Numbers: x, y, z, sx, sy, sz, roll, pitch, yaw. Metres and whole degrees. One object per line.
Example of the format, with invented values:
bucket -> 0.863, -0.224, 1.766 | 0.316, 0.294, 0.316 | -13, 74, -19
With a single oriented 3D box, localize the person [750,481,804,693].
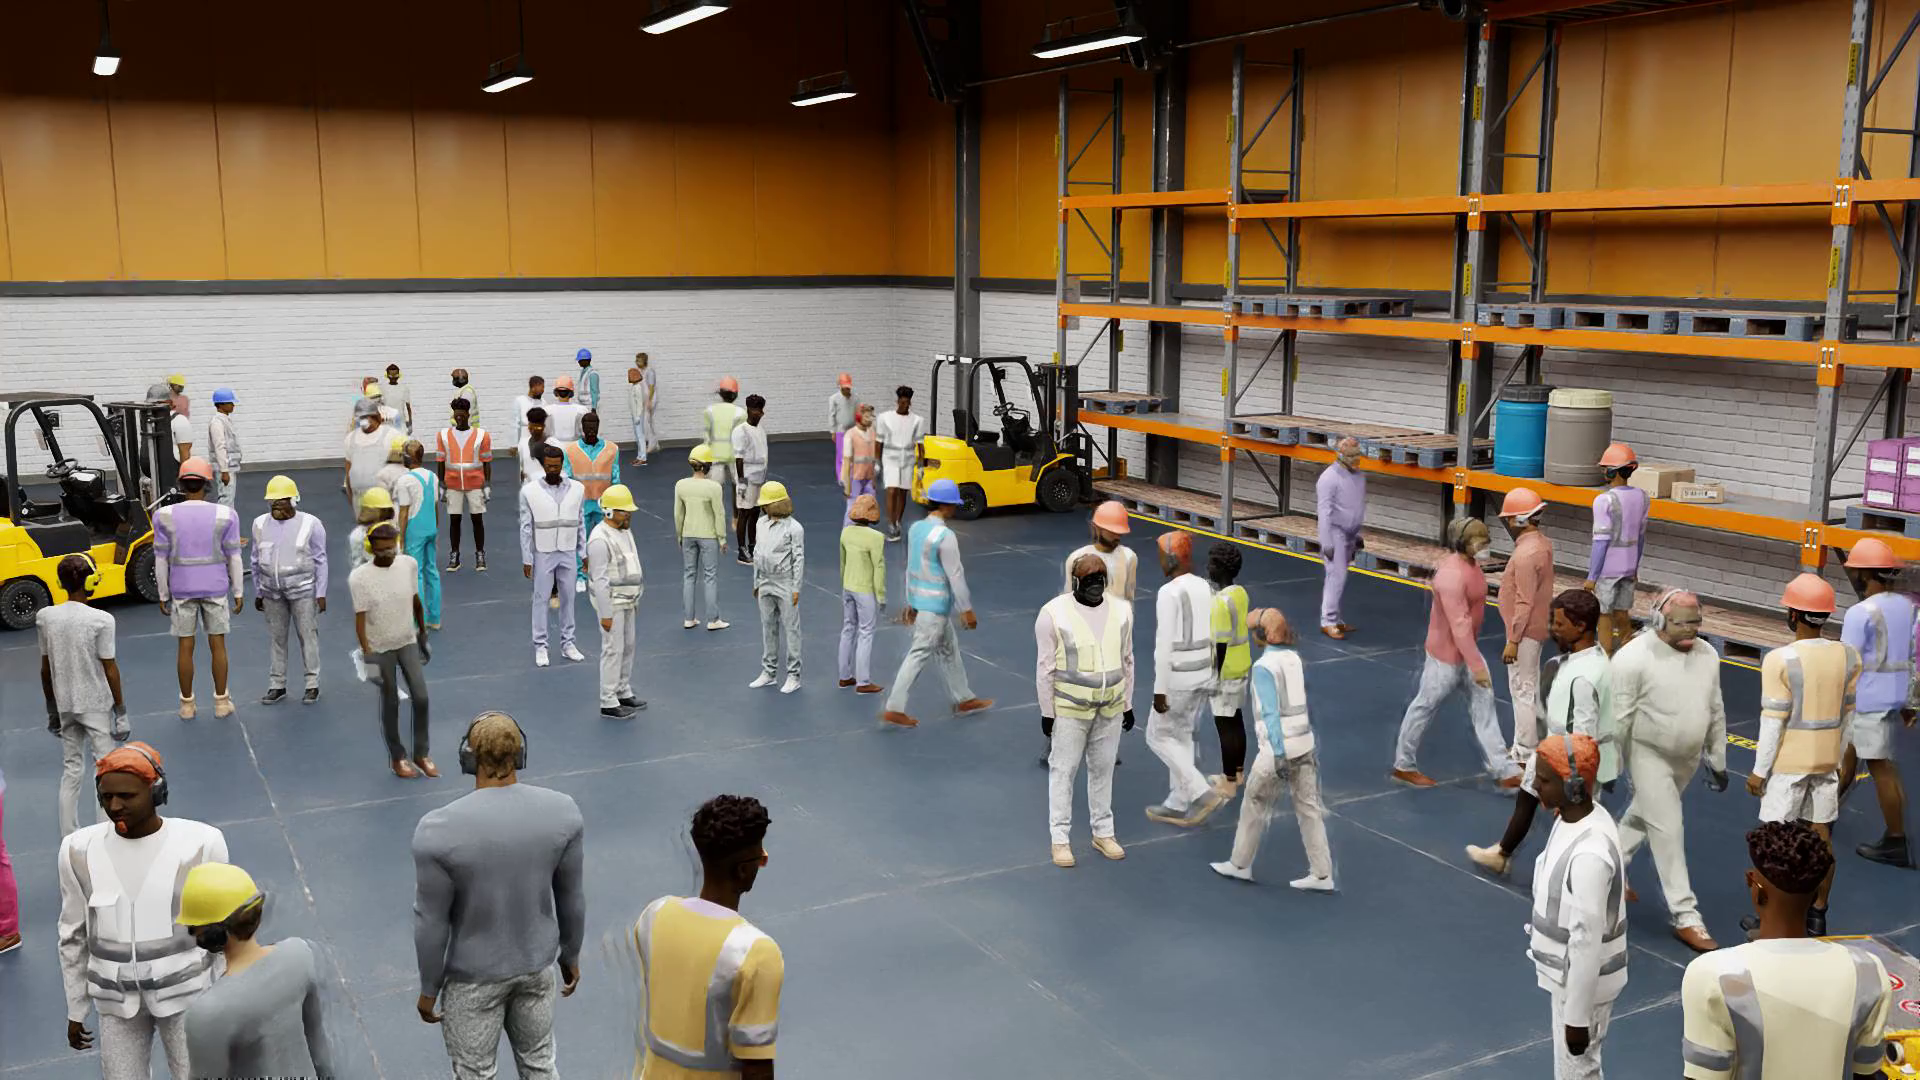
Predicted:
person -> -1.499, 0.379, 13.559 | 0.483, 1.735, 0.311 | 6, 12, 32

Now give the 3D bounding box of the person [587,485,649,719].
person -> -2.639, 0.474, 12.791 | 0.403, 1.817, 0.601 | 1, 10, 8

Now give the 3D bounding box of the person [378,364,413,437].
person -> -8.726, -1.788, 25.691 | 0.510, 1.860, 0.333 | -3, 10, -17

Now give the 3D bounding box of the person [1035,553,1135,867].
person -> 0.751, 0.985, 9.768 | 0.626, 1.844, 0.429 | -4, 11, -21

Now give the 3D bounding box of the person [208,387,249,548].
person -> -8.892, -0.875, 20.169 | 0.390, 1.948, 0.607 | -3, 10, -16

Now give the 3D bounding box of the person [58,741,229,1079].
person -> -2.872, 1.633, 5.911 | 0.587, 1.882, 0.342 | -2, 10, -9

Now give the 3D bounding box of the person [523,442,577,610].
person -> -4.103, -0.136, 16.701 | 0.626, 1.682, 0.330 | 4, 11, 23

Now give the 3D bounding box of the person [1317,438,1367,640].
person -> 3.540, -0.021, 15.458 | 0.433, 1.884, 0.663 | 9, 13, 41

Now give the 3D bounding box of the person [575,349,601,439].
person -> -6.334, -2.287, 28.330 | 0.412, 1.938, 0.610 | -6, 12, -32

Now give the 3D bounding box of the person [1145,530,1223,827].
person -> 1.396, 0.872, 10.333 | 0.446, 1.869, 0.624 | 7, 12, 36

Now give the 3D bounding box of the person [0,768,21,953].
person -> -5.029, 1.313, 8.475 | 0.280, 1.633, 0.498 | -10, 14, -44

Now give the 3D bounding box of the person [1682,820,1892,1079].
person -> 2.360, 1.774, 4.863 | 0.612, 1.964, 0.364 | -1, 10, -5

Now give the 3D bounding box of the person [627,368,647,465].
person -> -5.430, -2.069, 27.943 | 0.270, 1.632, 0.504 | -3, 10, -17

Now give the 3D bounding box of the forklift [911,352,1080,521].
forklift -> 0.460, -1.461, 22.833 | 2.313, 2.155, 1.214 | -5, 11, -28

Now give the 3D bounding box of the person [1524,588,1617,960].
person -> 3.110, 1.185, 8.402 | 0.392, 1.916, 0.591 | 3, 10, 19

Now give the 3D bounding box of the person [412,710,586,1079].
person -> -1.680, 1.576, 6.127 | 0.635, 1.928, 0.382 | -7, 12, -36

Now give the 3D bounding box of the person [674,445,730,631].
person -> -2.446, -0.023, 15.786 | 0.534, 1.767, 0.318 | 4, 11, 22

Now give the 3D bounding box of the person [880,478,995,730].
person -> -0.191, 0.478, 12.559 | 0.982, 1.897, 0.610 | -4, 10, -20

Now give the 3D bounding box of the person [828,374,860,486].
person -> -1.760, -1.693, 25.538 | 0.568, 1.719, 0.567 | -9, 13, -42

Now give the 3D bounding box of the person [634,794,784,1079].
person -> -0.716, 1.729, 5.219 | 0.628, 1.927, 0.792 | 7, 12, 35

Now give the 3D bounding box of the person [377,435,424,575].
person -> -5.663, -0.208, 16.966 | 0.500, 1.721, 0.577 | -2, 10, -13

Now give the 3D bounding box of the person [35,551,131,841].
person -> -5.090, 0.992, 9.685 | 0.512, 1.862, 0.322 | 2, 10, 11

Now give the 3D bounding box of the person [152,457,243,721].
person -> -5.815, 0.377, 12.748 | 0.608, 2.029, 0.406 | -4, 11, -21

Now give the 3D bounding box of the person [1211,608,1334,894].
person -> 1.777, 1.178, 9.365 | 0.795, 1.581, 0.536 | 8, 13, 39

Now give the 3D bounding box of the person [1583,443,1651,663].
person -> 5.292, 0.233, 13.513 | 0.615, 2.043, 0.373 | -6, 12, -33

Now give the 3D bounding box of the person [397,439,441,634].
person -> -5.081, -0.025, 15.608 | 0.351, 1.842, 0.508 | 4, 11, 21

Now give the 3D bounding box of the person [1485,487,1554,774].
person -> 3.853, 0.626, 11.419 | 0.393, 1.985, 0.611 | 6, 11, 29

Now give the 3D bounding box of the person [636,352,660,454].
person -> -5.501, -2.423, 29.458 | 0.518, 1.806, 0.590 | -7, 12, -35

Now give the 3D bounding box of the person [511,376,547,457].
person -> -5.878, -1.324, 22.997 | 0.653, 1.876, 0.657 | 6, 12, 33

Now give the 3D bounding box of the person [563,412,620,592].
person -> -3.881, -0.403, 17.576 | 0.587, 1.910, 0.396 | -3, 10, -19

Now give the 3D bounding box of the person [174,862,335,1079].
person -> -2.183, 1.827, 5.175 | 0.388, 1.740, 0.542 | 3, 10, 16

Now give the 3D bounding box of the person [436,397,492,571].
person -> -5.561, -0.624, 18.671 | 0.603, 1.966, 0.368 | -2, 10, -9

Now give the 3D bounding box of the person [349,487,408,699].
person -> -4.735, 0.411, 13.435 | 0.671, 1.721, 0.492 | 6, 11, 30

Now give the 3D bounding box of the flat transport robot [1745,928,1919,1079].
flat transport robot -> 4.260, 2.140, 7.630 | 0.652, 0.197, 1.431 | -1, 10, -5

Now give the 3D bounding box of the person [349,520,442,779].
person -> -3.789, 0.747, 11.179 | 0.583, 1.824, 0.572 | -8, 13, -40

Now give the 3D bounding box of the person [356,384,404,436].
person -> -7.797, -1.195, 22.399 | 0.611, 1.808, 0.588 | -2, 10, -13

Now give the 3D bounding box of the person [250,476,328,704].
person -> -5.317, 0.396, 13.179 | 0.591, 1.834, 0.404 | 0, 10, 2

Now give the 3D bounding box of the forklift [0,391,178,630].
forklift -> -9.026, -0.363, 16.508 | 1.214, 2.155, 2.313 | 6, 11, 29

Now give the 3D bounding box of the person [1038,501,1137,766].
person -> 0.888, 0.665, 11.536 | 0.718, 1.896, 0.562 | -3, 10, -19

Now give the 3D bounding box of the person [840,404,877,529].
person -> -1.172, -0.684, 19.473 | 0.447, 1.816, 0.587 | 6, 11, 30

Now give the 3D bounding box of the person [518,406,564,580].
person -> -4.503, -0.478, 17.919 | 0.641, 1.930, 0.451 | 4, 11, 23

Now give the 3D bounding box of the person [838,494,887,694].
person -> -0.806, 0.435, 13.589 | 0.331, 1.622, 0.507 | -9, 13, -41

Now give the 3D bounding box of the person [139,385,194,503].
person -> -9.401, -0.830, 19.641 | 0.681, 2.000, 0.535 | 4, 11, 23

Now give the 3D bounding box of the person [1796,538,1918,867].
person -> 5.332, 0.926, 9.930 | 0.569, 1.891, 0.932 | -6, 12, -32

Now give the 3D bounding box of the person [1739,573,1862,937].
person -> 4.343, 1.134, 8.628 | 0.542, 1.939, 0.368 | -2, 10, -12

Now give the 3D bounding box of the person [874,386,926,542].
person -> -0.714, -0.931, 20.545 | 0.634, 1.924, 0.865 | -3, 10, -16

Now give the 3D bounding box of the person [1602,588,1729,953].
person -> 3.734, 1.150, 8.839 | 0.652, 1.857, 1.037 | -4, 11, -21

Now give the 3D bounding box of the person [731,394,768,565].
person -> -2.382, -0.703, 19.148 | 0.391, 1.957, 0.608 | 4, 11, 24

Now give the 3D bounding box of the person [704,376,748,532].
person -> -2.967, -1.059, 21.015 | 0.607, 2.025, 0.826 | 2, 10, 11

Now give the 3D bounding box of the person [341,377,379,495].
person -> -8.670, -1.487, 24.180 | 0.956, 1.789, 0.580 | 2, 10, 13

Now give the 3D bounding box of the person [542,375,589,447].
person -> -4.939, -1.043, 20.861 | 0.615, 2.041, 0.385 | -2, 10, -13

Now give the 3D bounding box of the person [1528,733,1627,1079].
person -> 2.241, 1.612, 6.089 | 0.368, 1.874, 0.578 | 3, 10, 16

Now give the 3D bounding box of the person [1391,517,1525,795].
person -> 3.331, 0.775, 10.867 | 1.066, 1.870, 0.637 | 7, 12, 33

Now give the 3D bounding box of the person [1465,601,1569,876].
person -> 3.299, 1.139, 9.391 | 0.545, 1.654, 0.822 | -9, 14, -44

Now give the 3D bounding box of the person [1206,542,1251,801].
person -> 1.738, 0.857, 10.916 | 0.319, 1.695, 0.538 | 4, 11, 24

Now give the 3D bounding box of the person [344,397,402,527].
person -> -6.403, -0.579, 18.197 | 0.694, 2.000, 0.636 | 1, 10, 7

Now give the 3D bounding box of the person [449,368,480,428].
person -> -7.467, -1.669, 25.089 | 0.429, 1.833, 0.634 | -4, 10, -20

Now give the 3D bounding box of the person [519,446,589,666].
person -> -3.538, 0.124, 14.505 | 0.597, 1.915, 0.370 | -7, 12, -34
